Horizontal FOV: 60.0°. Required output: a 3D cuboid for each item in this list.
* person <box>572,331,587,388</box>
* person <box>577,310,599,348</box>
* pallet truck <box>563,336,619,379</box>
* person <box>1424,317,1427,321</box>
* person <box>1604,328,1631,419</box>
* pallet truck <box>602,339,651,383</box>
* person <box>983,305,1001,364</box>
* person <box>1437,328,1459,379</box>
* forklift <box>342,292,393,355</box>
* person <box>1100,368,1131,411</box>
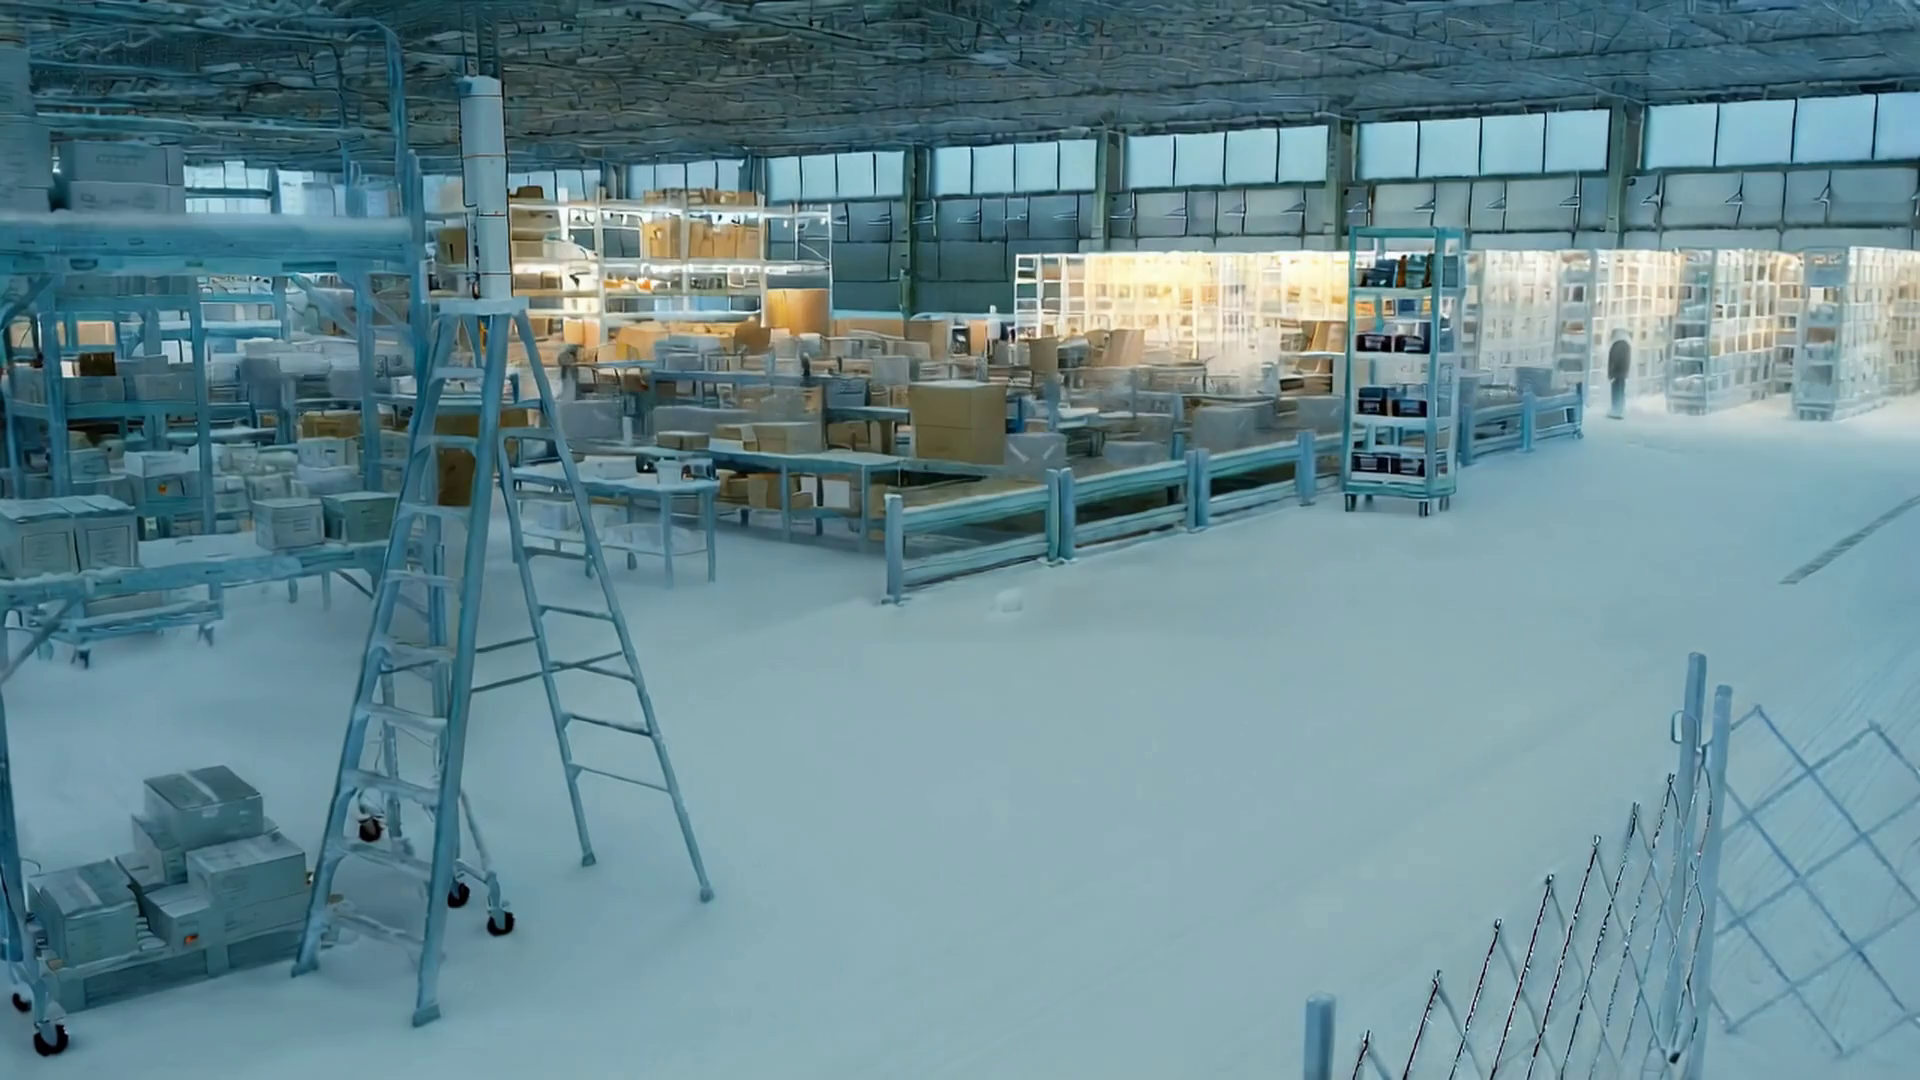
[{"bbox_3d":[-8.826,-4.002,38.701,0.321,1.694,0.529,-7,12,-38],"label":"person"},{"bbox_3d":[-11.321,-6.036,50.680,0.623,1.932,0.367,-1,9,-6],"label":"person"},{"bbox_3d":[-10.690,-5.294,48.215,1.601,1.201,0.680,-5,10,-26],"label":"pallet truck"},{"bbox_3d":[15.727,-6.898,56.354,0.581,1.825,0.444,-7,12,-38],"label":"person"},{"bbox_3d":[13.700,-3.468,34.702,0.643,1.910,0.400,-9,13,-44],"label":"person"},{"bbox_3d":[-8.991,-4.871,45.351,0.653,1.274,1.630,7,11,37],"label":"pallet truck"},{"bbox_3d":[1.053,-6.634,54.183,0.612,1.997,0.375,5,10,28],"label":"person"},{"bbox_3d":[10.947,-3.853,37.362,0.587,1.825,0.404,-2,9,-14],"label":"person"},{"bbox_3d":[-16.485,-5.622,45.120,1.129,2.768,1.873,7,11,37],"label":"forklift"},{"bbox_3d":[2.779,-2.656,30.208,0.633,1.729,0.342,2,9,14],"label":"person"}]
